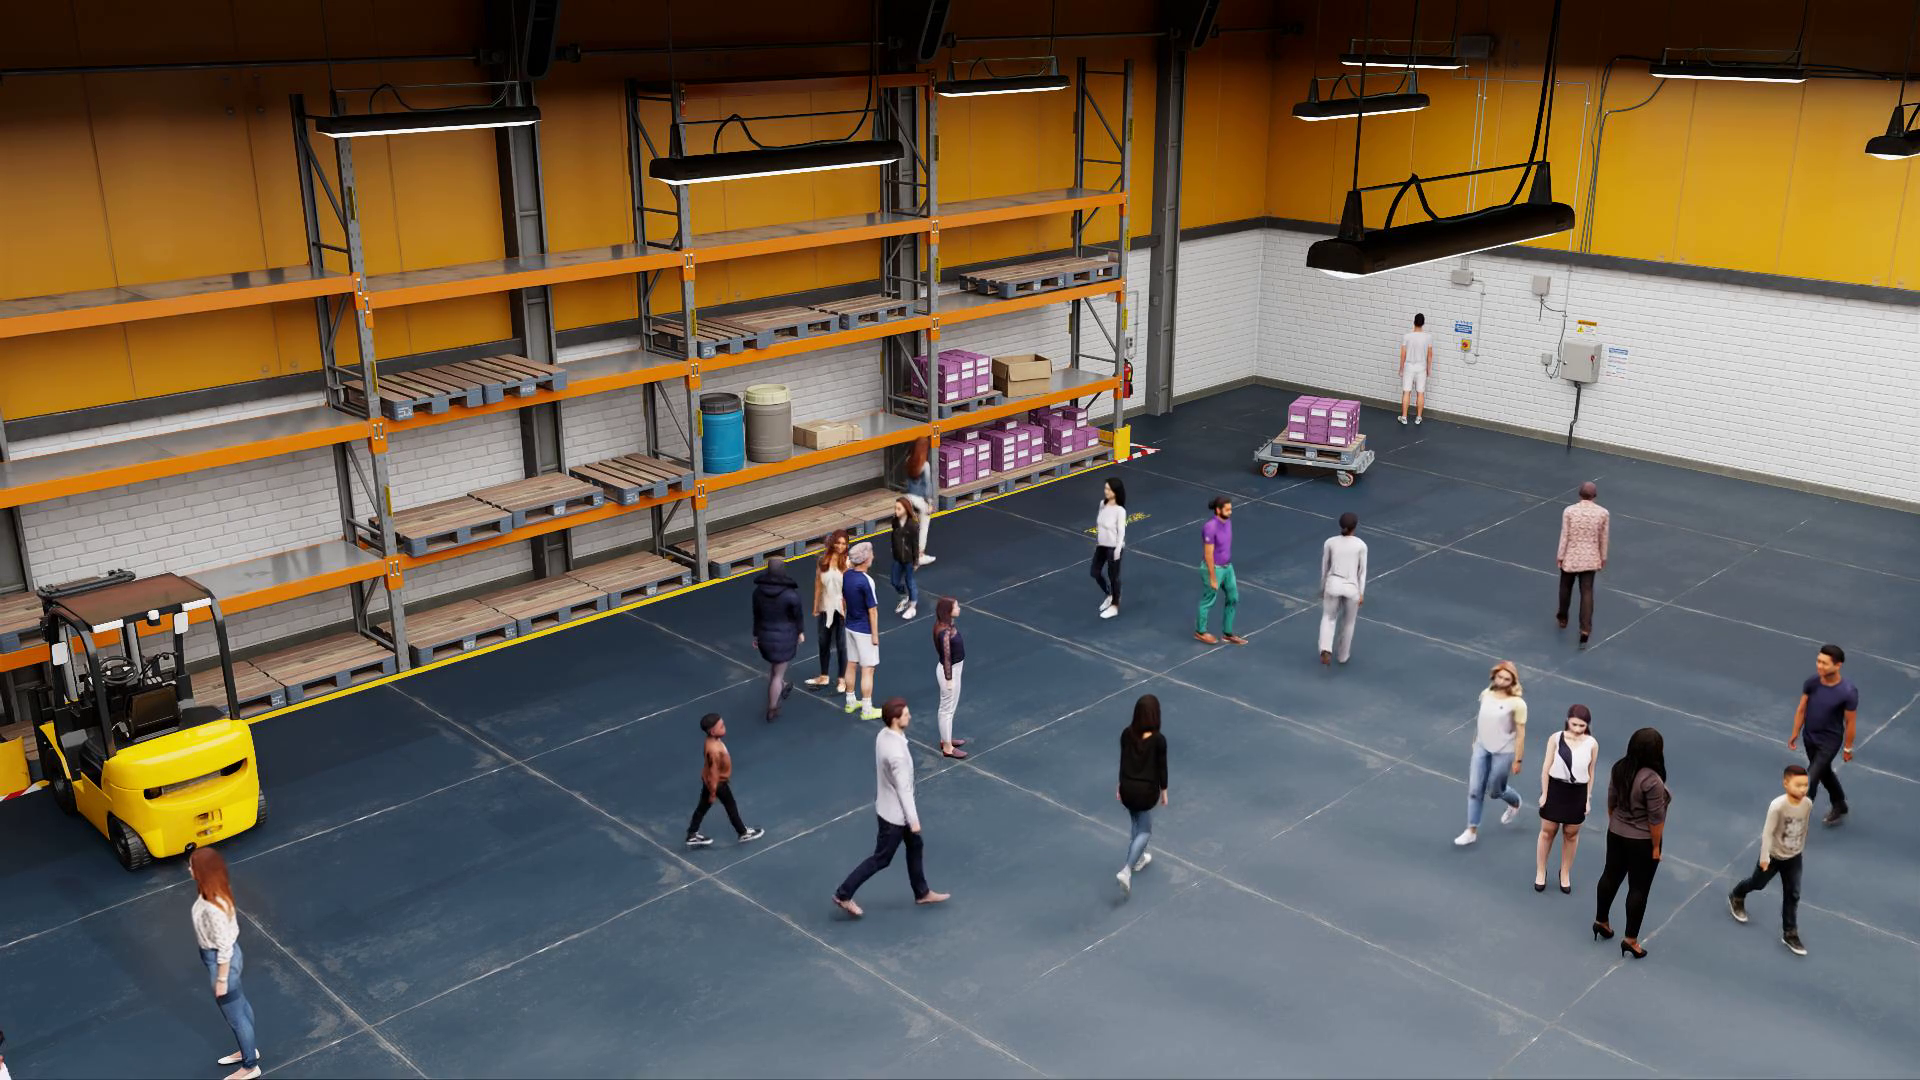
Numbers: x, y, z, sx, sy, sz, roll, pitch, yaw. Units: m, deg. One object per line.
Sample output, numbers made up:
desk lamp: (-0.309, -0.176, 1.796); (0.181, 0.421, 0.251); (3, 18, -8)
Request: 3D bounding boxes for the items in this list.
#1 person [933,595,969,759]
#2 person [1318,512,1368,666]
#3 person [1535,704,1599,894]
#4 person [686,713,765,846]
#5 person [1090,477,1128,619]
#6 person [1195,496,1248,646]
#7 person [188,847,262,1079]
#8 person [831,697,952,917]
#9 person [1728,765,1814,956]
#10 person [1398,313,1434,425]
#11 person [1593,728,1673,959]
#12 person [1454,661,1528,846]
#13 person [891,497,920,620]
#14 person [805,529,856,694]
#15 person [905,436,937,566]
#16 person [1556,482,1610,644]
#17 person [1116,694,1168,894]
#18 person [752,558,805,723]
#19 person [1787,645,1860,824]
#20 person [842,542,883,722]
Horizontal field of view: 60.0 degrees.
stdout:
person: (-0.088, 1.285, 15.858); (0.729, 1.608, 0.685); (-1, 19, -4)
person: (4.089, 0.560, 17.838); (0.824, 1.718, 1.000); (8, 20, 23)
person: (4.893, 2.077, 13.435); (0.634, 1.652, 0.660); (4, 19, 12)
person: (-2.146, 2.064, 14.150); (0.968, 1.220, 0.810); (-4, 19, -13)
person: (1.817, 0.074, 19.319); (0.646, 1.695, 0.685); (-12, 22, -32)
person: (2.768, 0.329, 18.482); (0.752, 1.744, 0.790); (16, 24, 39)
person: (-4.912, 2.820, 11.110); (0.619, 1.728, 0.644); (-8, 20, -21)
person: (-0.597, 2.124, 13.031); (1.278, 1.821, 1.140); (-2, 19, -6)
person: (6.287, 2.387, 12.838); (1.010, 1.446, 0.954); (-4, 19, -12)
person: (7.605, -2.868, 27.803); (0.758, 1.855, 0.803); (1, 19, 3)
person: (5.080, 2.270, 12.567); (0.714, 1.842, 0.727); (-8, 20, -24)
person: (4.633, 1.801, 14.172); (1.051, 1.706, 0.817); (-11, 21, -29)
person: (-0.586, 0.179, 19.353); (0.628, 1.472, 0.622); (11, 22, 30)
person: (-1.313, 0.734, 17.237); (0.798, 1.772, 0.732); (10, 21, 27)
person: (-0.588, -0.462, 20.925); (0.827, 1.685, 0.649); (-16, 24, -39)
person: (6.957, 0.262, 18.610); (1.104, 1.789, 1.271); (4, 19, 13)
person: (1.433, 2.068, 13.509); (0.737, 1.623, 1.062); (11, 21, 29)
person: (-1.856, 1.020, 16.582); (0.879, 1.648, 1.064); (8, 20, 22)
person: (7.504, 1.727, 14.340); (1.272, 1.738, 0.969); (-8, 20, -22)
person: (-0.990, 0.893, 16.669); (0.558, 1.833, 0.646); (-15, 24, -38)
